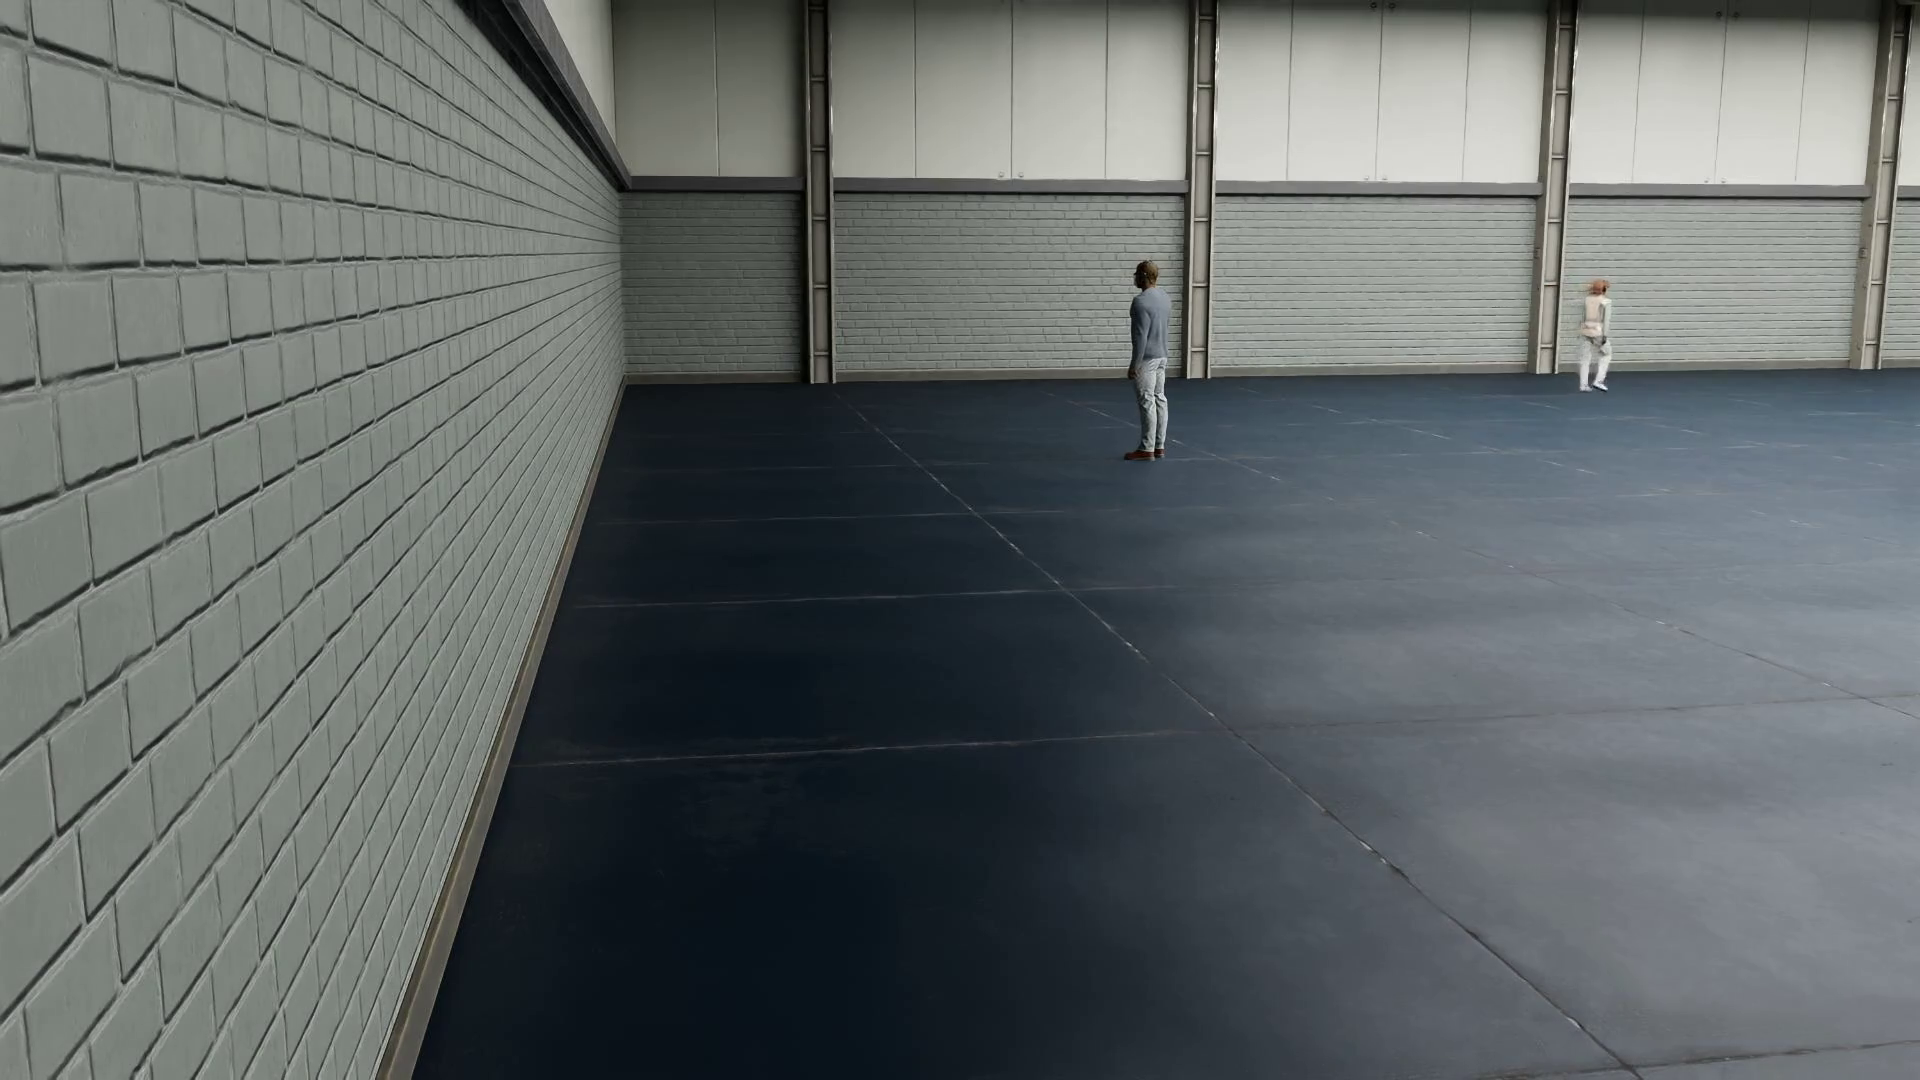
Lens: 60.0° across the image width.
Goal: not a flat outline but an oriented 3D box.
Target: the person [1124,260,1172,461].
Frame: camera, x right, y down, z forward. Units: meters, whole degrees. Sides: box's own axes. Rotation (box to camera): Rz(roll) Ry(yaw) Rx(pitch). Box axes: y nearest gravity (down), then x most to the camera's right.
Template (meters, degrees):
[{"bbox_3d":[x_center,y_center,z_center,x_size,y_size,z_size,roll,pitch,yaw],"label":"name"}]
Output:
[{"bbox_3d":[1.820,-1.735,16.127,0.371,1.940,0.627,6,12,32],"label":"person"}]

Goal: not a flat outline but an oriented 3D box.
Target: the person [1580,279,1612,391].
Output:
[{"bbox_3d":[9.182,-2.943,23.997,0.466,1.624,0.533,-5,11,-29],"label":"person"}]
